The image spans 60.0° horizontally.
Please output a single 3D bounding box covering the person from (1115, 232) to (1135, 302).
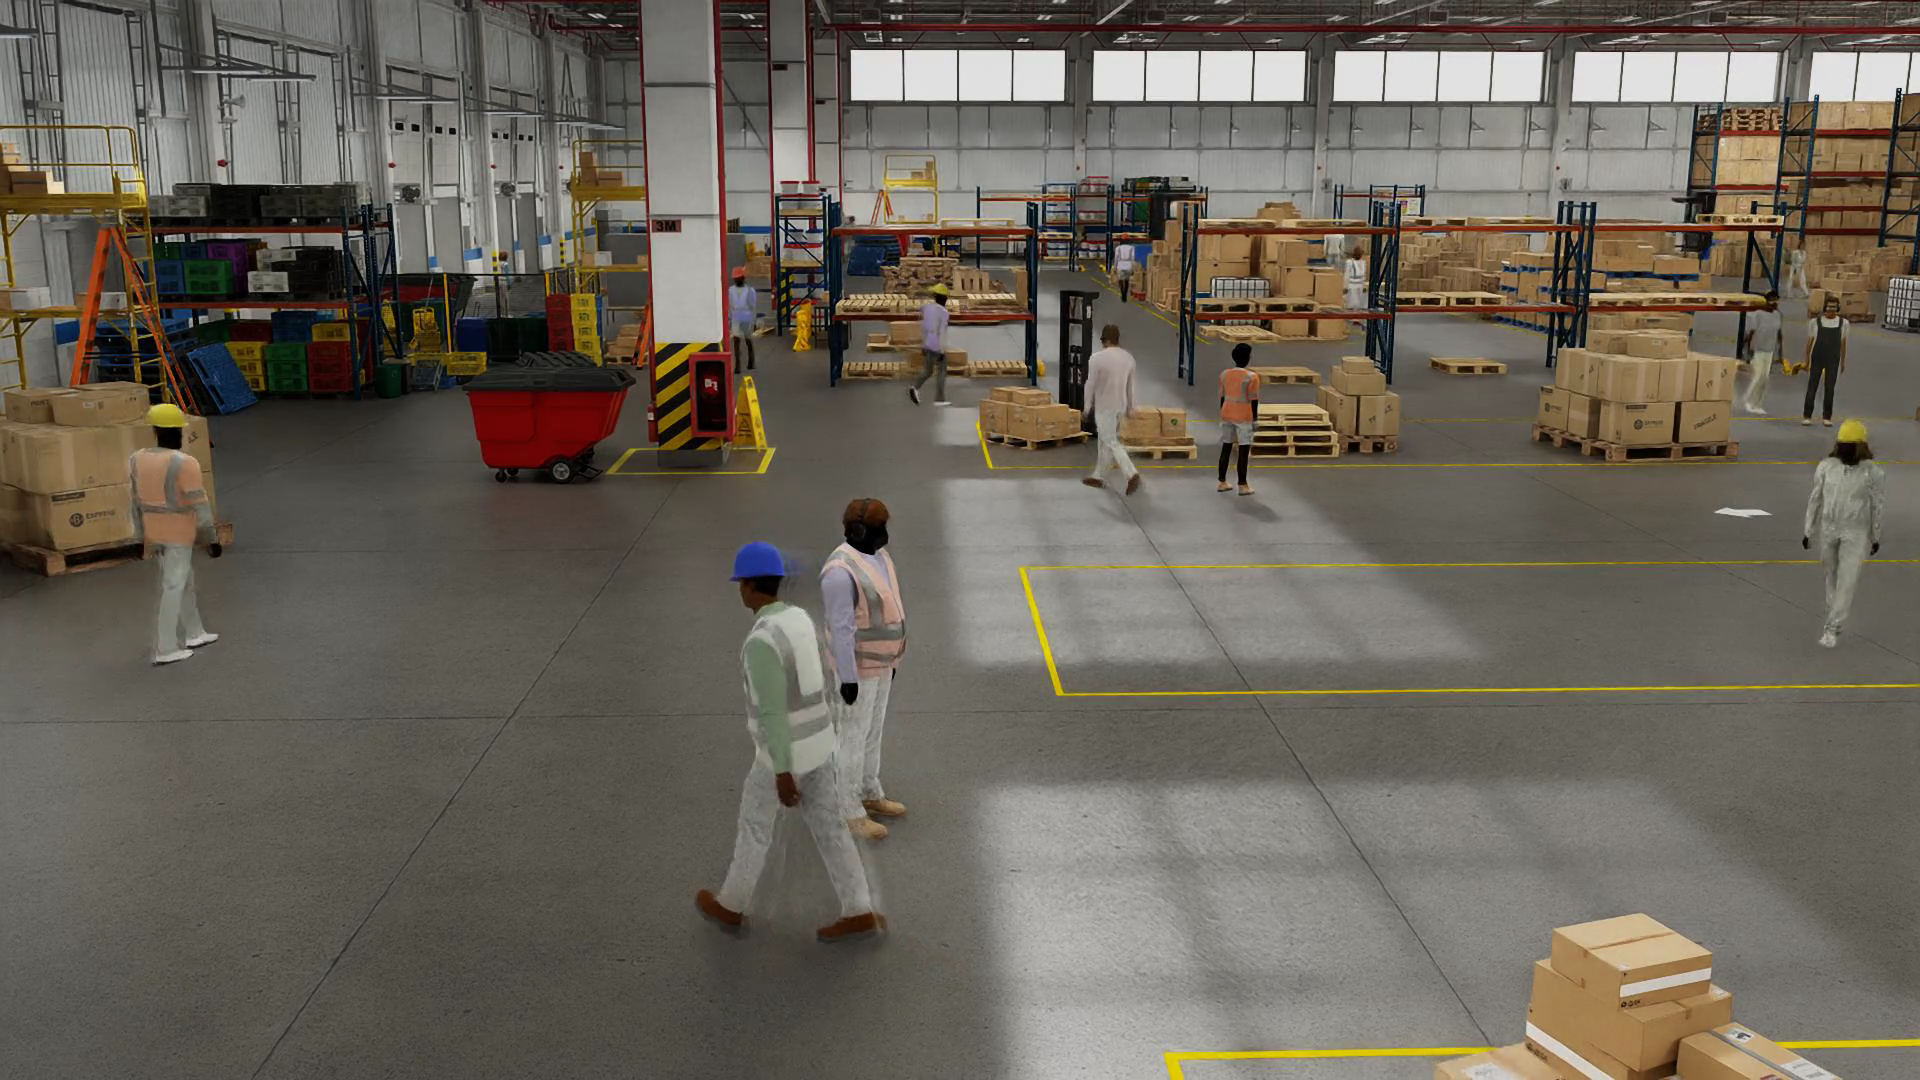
[{"bbox_3d":[4.535,-7.505,45.781,0.544,1.926,0.635,0,12,-1],"label":"person"}]

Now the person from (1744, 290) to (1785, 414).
[{"bbox_3d":[11.921,-2.772,24.610,0.522,1.847,0.461,-2,13,-9],"label":"person"}]

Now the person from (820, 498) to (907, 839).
[{"bbox_3d":[-0.504,0.677,9.031,0.429,1.844,0.627,4,13,18],"label":"person"}]

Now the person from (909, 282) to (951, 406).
[{"bbox_3d":[-0.440,-2.961,25.313,0.676,1.901,0.606,-12,17,-43],"label":"person"}]

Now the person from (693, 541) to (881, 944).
[{"bbox_3d":[-0.833,0.950,7.683,0.989,1.880,0.646,4,13,19],"label":"person"}]

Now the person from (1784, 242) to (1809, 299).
[{"bbox_3d":[23.789,-7.637,47.136,0.522,1.594,0.859,-3,13,-15],"label":"person"}]

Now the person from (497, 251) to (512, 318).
[{"bbox_3d":[-11.194,-6.259,40.830,0.313,1.634,0.514,-10,16,-38],"label":"person"}]

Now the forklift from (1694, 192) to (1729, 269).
[{"bbox_3d":[26.956,-11.196,60.273,1.873,2.768,1.129,0,12,-2],"label":"forklift"}]

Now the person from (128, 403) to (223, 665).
[{"bbox_3d":[-5.709,-0.068,12.252,0.605,1.893,0.798,5,13,21],"label":"person"}]

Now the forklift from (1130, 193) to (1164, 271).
[{"bbox_3d":[6.696,-10.486,57.066,1.873,2.768,1.129,-2,13,-8],"label":"forklift"}]

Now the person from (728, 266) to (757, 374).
[{"bbox_3d":[-3.903,-3.965,29.851,0.552,1.908,0.890,1,13,6],"label":"person"}]

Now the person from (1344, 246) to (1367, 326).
[{"bbox_3d":[9.198,-5.884,38.577,0.685,1.869,0.443,-8,15,-33],"label":"person"}]

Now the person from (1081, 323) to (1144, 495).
[{"bbox_3d":[1.735,-1.464,18.581,0.620,1.902,0.960,-11,16,-40],"label":"person"}]

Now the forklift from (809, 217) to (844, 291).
[{"bbox_3d":[-4.375,-8.619,48.637,1.873,2.768,1.129,0,12,-2],"label":"forklift"}]

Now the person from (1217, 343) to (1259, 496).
[{"bbox_3d":[3.097,-1.346,18.516,0.321,1.692,0.534,-12,17,-42],"label":"person"}]

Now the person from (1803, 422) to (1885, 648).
[{"bbox_3d":[6.708,-0.054,12.656,0.497,1.698,0.910,11,17,41],"label":"person"}]

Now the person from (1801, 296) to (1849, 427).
[{"bbox_3d":[12.190,-2.514,23.430,0.517,1.842,0.326,5,13,20],"label":"person"}]

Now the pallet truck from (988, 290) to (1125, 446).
[{"bbox_3d":[1.257,-2.299,22.111,1.885,1.965,0.823,-9,15,-35],"label":"pallet truck"}]

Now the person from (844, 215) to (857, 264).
[{"bbox_3d":[-4.178,-11.487,63.757,0.657,1.925,0.497,7,14,30],"label":"person"}]

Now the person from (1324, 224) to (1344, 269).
[{"bbox_3d":[11.891,-9.096,52.934,0.634,1.938,0.355,1,13,6],"label":"person"}]
